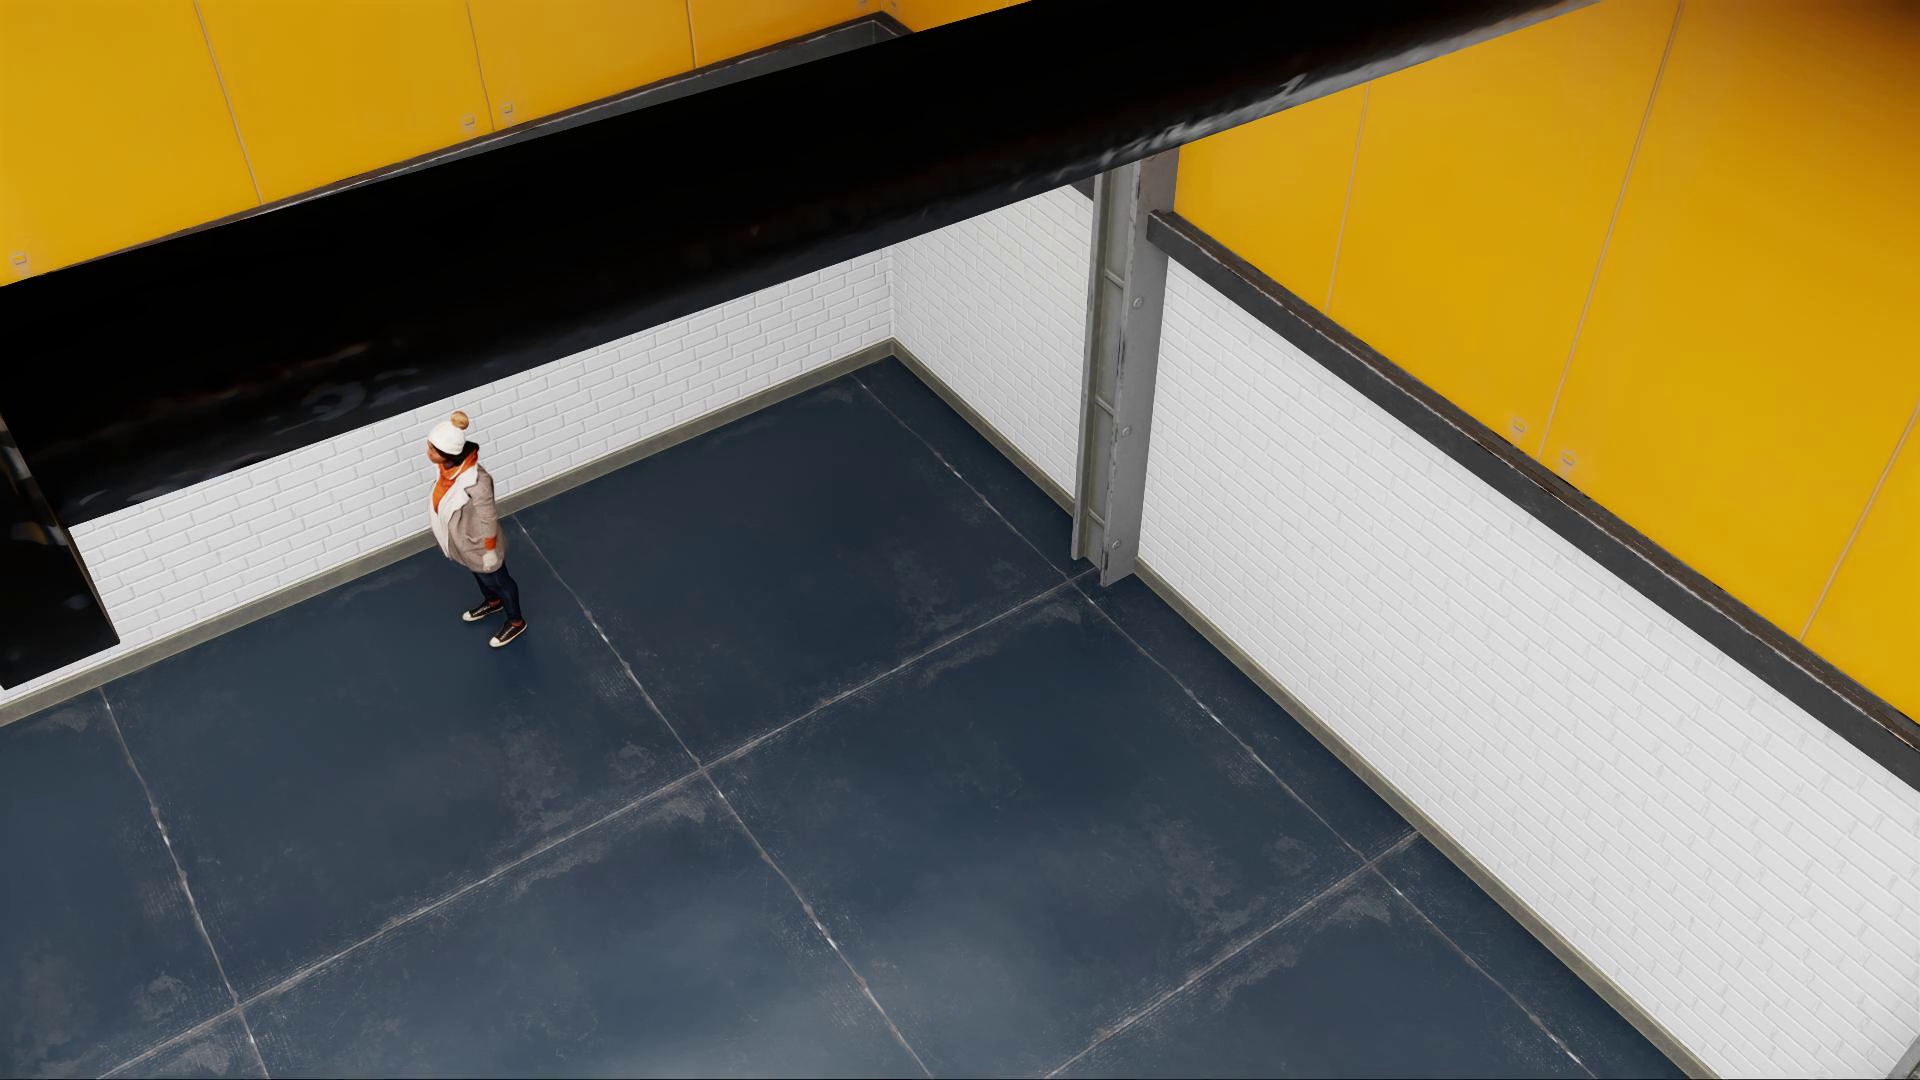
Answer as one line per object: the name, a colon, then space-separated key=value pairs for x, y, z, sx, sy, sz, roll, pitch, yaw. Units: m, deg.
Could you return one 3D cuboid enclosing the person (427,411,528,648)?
person: x=-3.215 y=-0.098 z=11.028 sx=0.779 sy=1.889 sz=0.641 roll=-33 pitch=53 yaw=-30
